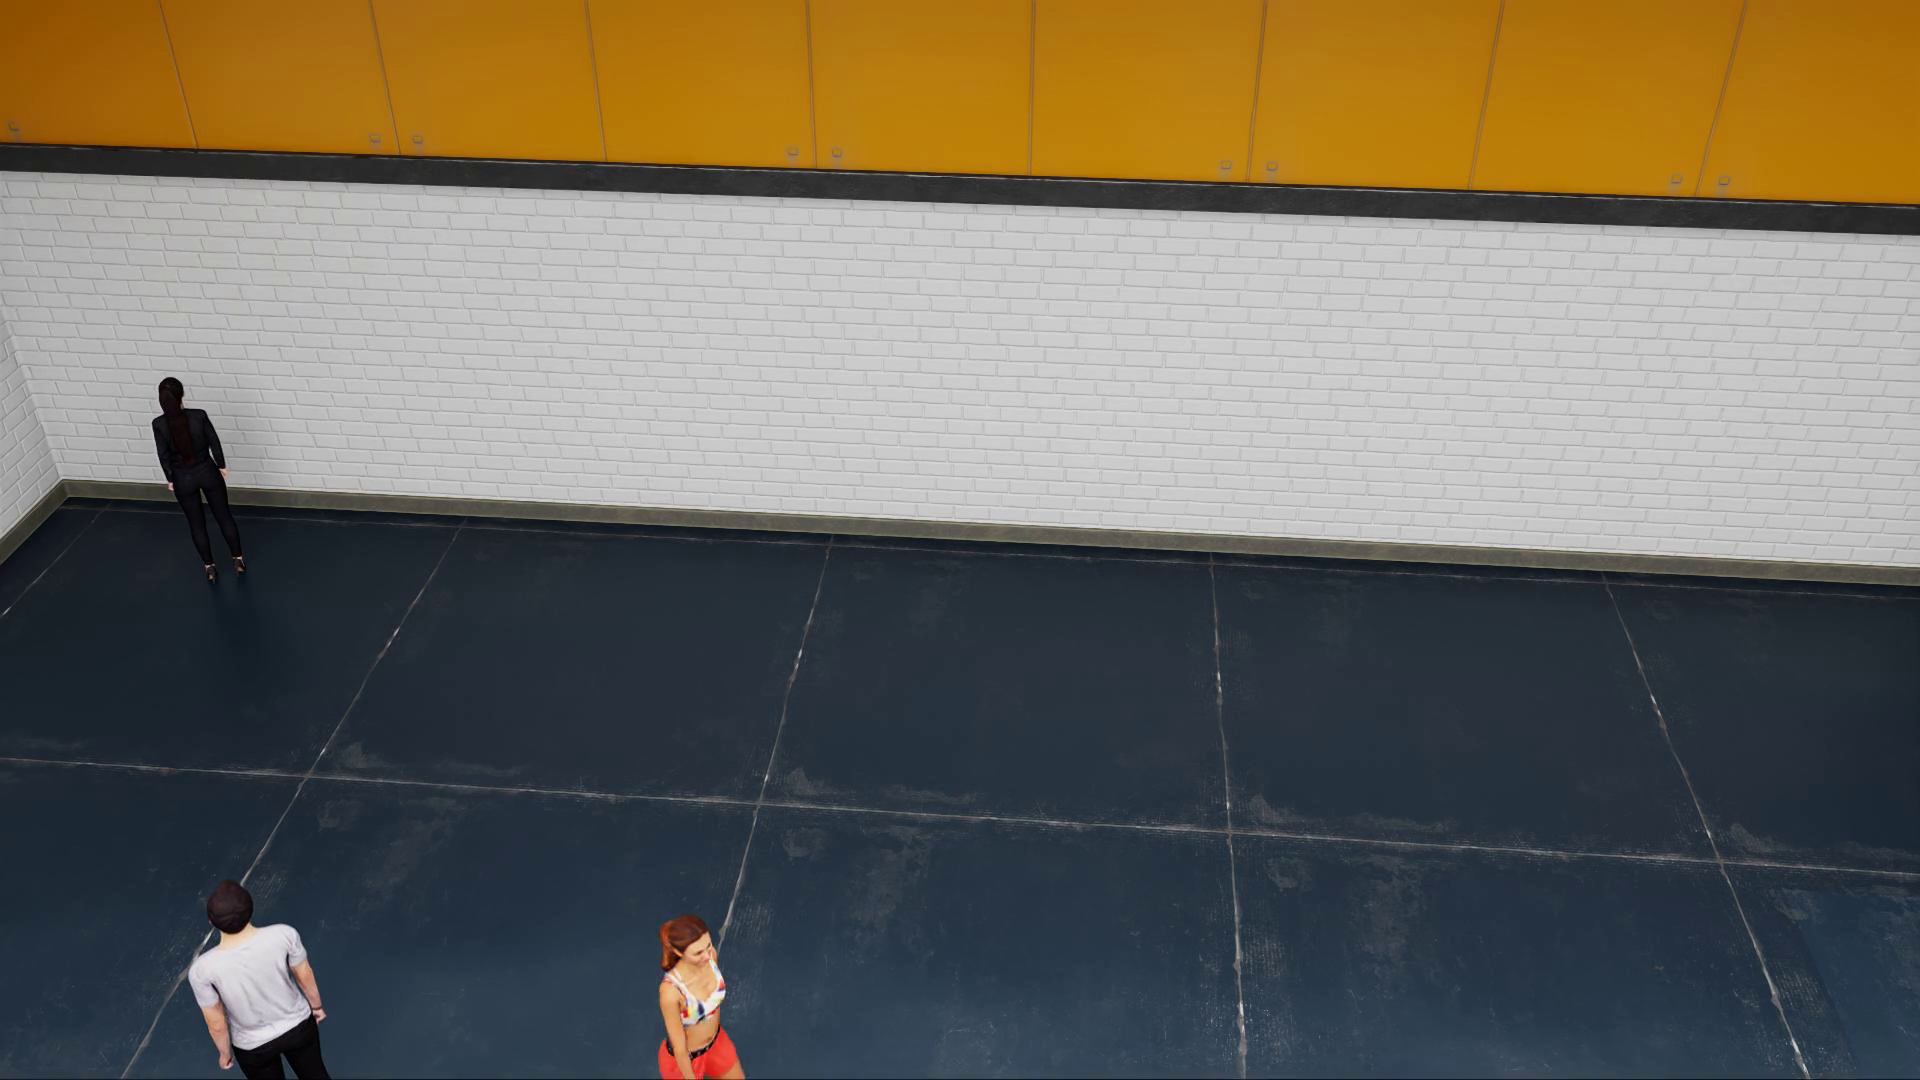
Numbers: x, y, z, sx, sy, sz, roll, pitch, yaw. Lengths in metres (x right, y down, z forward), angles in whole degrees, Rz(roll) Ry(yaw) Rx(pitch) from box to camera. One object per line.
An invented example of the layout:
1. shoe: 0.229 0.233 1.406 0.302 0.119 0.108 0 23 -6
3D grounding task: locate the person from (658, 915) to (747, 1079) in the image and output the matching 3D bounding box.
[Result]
1. person: -1.337 2.427 7.980 0.882 1.768 0.892 22 40 30

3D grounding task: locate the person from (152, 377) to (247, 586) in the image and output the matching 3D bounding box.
1. person: -5.663 -0.451 12.361 0.648 1.712 0.656 -16 37 -22

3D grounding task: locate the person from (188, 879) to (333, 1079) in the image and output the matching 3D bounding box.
1. person: -3.304 2.362 7.992 0.743 1.863 0.780 -21 39 -28
